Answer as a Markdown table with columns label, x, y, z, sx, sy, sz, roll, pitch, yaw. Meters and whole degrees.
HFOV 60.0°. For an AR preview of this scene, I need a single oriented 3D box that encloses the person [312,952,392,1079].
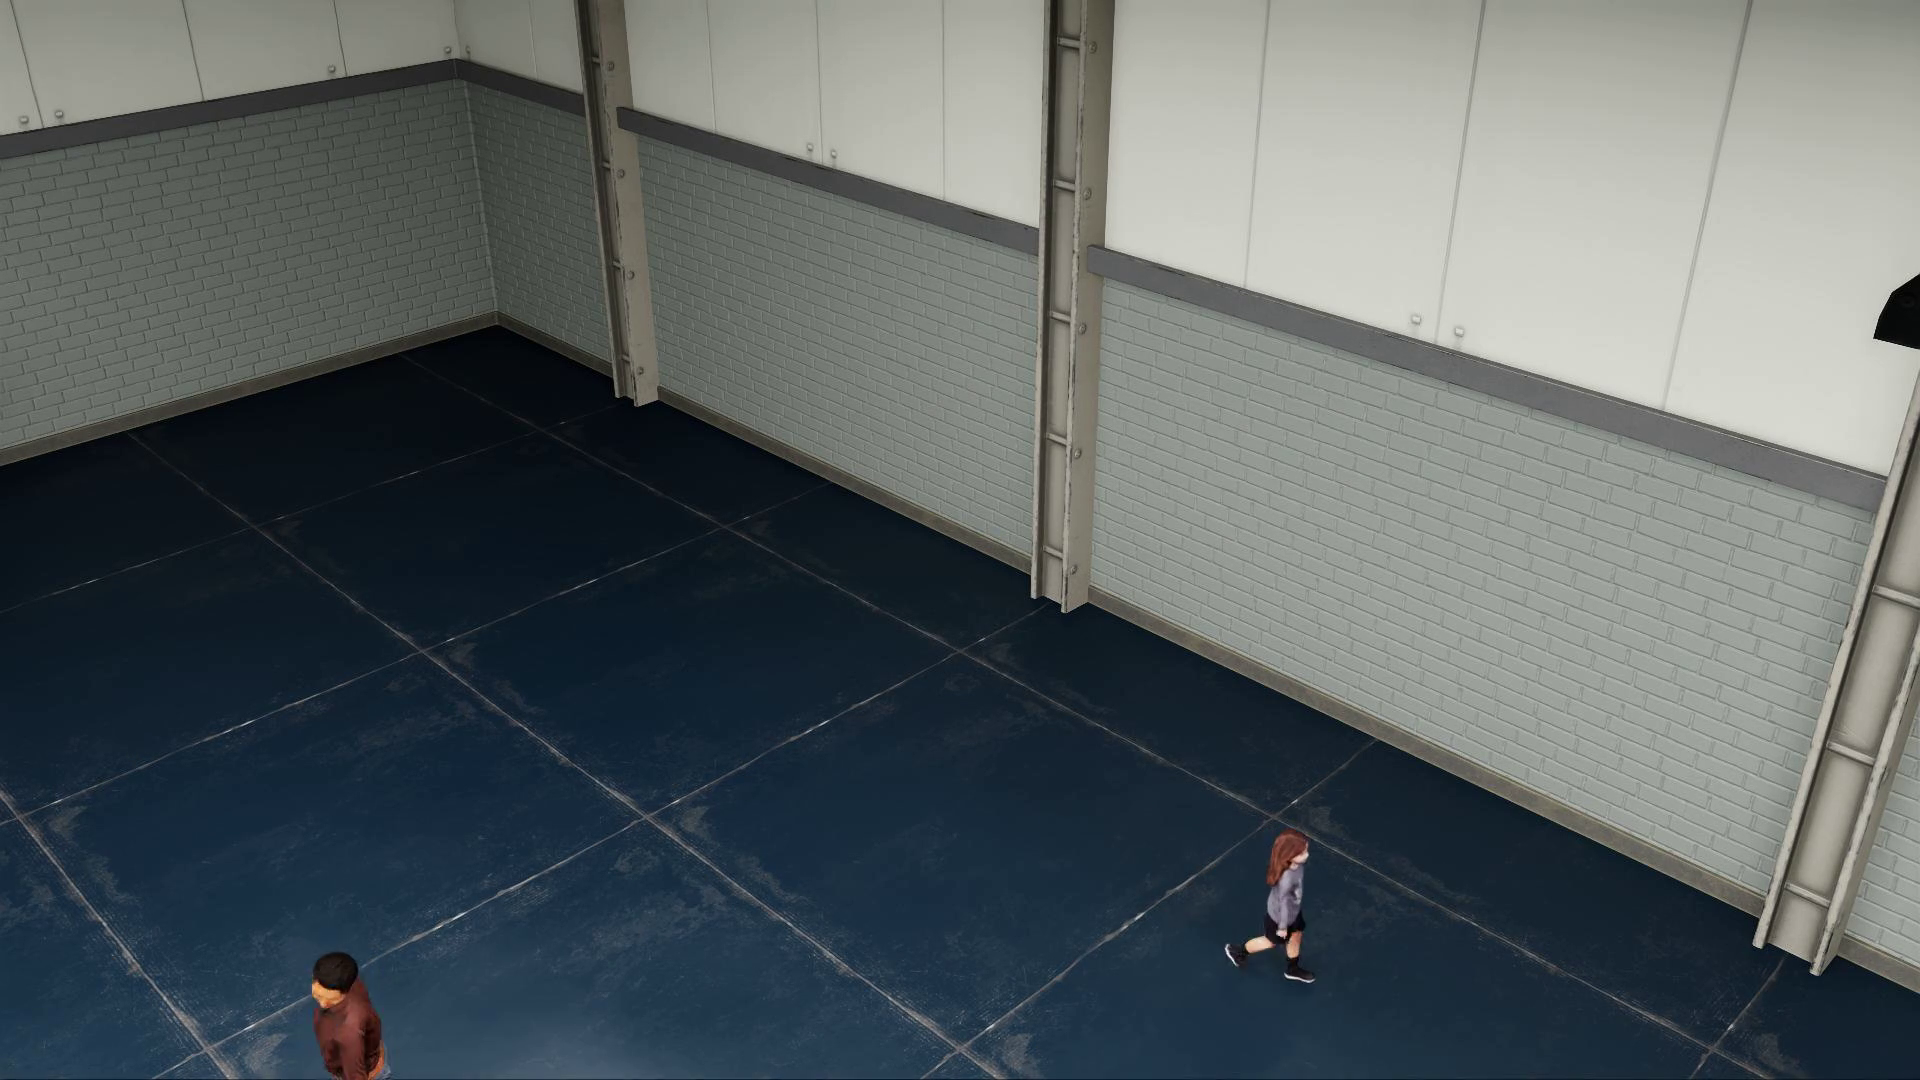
| label | x | y | z | sx | sy | sz | roll | pitch | yaw |
| --- | --- | --- | --- | --- | --- | --- | --- | --- | --- |
| person | -2.891 | 2.579 | 8.050 | 0.868 | 1.751 | 0.670 | -5 | 28 | -9 |

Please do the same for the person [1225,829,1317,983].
| label | x | y | z | sx | sy | sz | roll | pitch | yaw |
| --- | --- | --- | --- | --- | --- | --- | --- | --- | --- |
| person | 1.822 | 2.114 | 9.632 | 0.829 | 1.085 | 0.667 | 9 | 29 | 17 |
